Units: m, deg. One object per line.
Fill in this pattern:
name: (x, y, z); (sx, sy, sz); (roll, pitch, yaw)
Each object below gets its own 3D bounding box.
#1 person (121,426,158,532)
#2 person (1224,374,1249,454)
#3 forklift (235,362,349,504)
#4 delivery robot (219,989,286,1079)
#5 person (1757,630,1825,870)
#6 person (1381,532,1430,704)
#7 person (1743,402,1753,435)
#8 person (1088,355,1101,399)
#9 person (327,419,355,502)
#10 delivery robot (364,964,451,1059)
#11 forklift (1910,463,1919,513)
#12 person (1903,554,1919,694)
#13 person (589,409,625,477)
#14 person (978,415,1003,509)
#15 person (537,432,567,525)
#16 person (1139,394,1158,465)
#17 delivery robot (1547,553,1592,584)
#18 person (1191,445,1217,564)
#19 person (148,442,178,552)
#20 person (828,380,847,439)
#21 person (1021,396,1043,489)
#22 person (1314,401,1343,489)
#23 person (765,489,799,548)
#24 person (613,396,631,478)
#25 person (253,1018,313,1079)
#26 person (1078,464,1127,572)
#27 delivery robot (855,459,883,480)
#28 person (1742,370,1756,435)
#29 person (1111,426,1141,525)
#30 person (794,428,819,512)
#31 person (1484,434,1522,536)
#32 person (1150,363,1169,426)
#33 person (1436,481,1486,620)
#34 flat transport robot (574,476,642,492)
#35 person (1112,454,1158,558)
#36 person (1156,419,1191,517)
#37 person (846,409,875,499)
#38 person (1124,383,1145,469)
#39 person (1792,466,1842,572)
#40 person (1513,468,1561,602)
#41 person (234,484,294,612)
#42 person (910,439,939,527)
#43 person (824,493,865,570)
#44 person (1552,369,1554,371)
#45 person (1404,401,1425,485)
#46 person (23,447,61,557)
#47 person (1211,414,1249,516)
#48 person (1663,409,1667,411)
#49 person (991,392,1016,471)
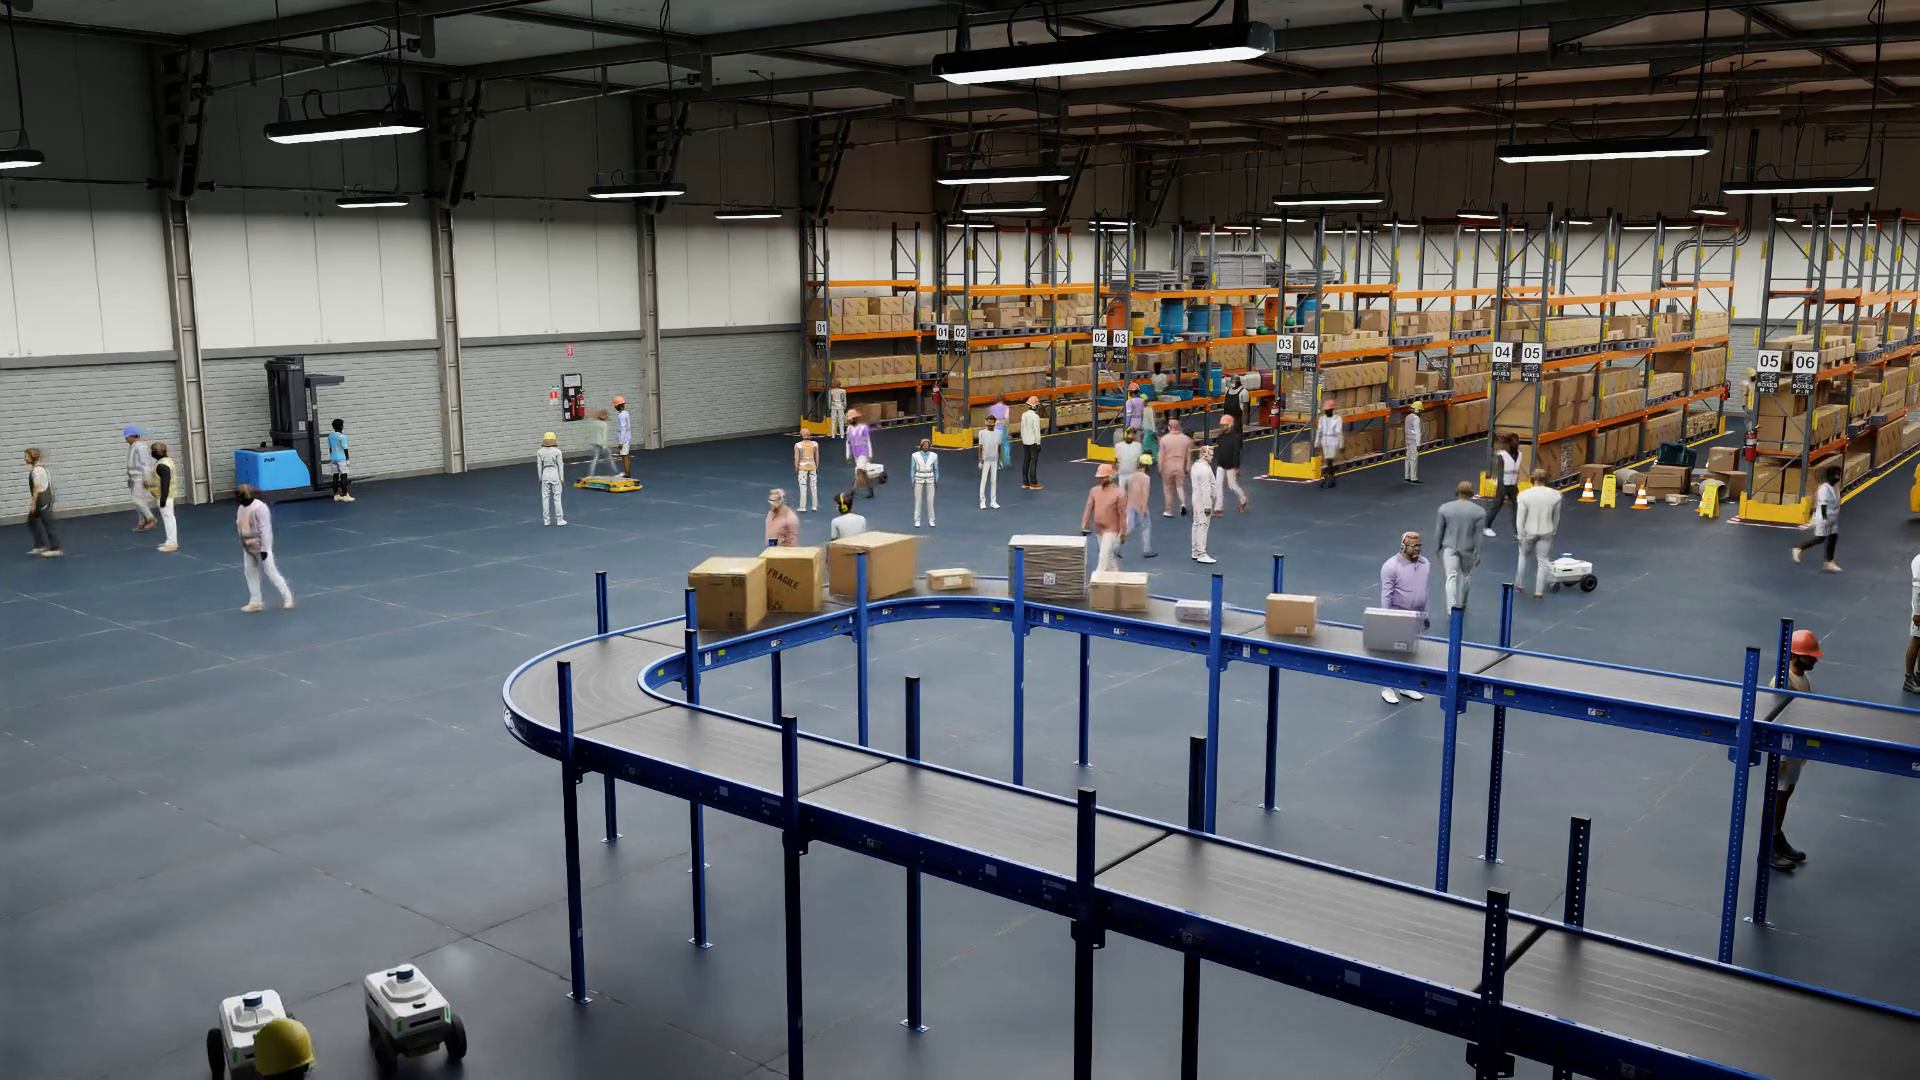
person: (-14.846, -1.102, 28.215); (0.643, 1.933, 0.437); (9, 13, 40)
person: (6.946, -3.173, 39.703); (0.679, 2.000, 0.537); (9, 14, 42)
forklift: (-13.803, -2.244, 32.110); (1.129, 2.768, 1.873); (8, 13, 37)
delivery robot: (-4.181, 2.926, 9.288); (0.477, 0.478, 0.707); (-6, 12, -30)
person: (6.696, 1.671, 12.606); (0.542, 1.938, 0.357); (-10, 14, -44)
person: (4.957, 0.847, 17.332); (0.642, 1.909, 0.399); (-5, 11, -26)
person: (20.124, -2.959, 39.607); (0.508, 1.607, 0.744); (7, 12, 33)
person: (4.391, -5.135, 51.059); (0.651, 1.891, 0.931); (7, 12, 34)
person: (-12.614, -1.624, 31.826); (0.534, 1.698, 0.318); (5, 11, 28)
delivery robot: (-3.411, 2.863, 9.645); (0.477, 0.478, 0.707); (-7, 12, -36)
forklift: (19.034, -1.348, 28.998); (2.313, 2.155, 1.214); (8, 13, 37)
person: (10.981, 0.763, 17.704); (0.547, 1.942, 0.344); (-6, 11, -29)
person: (-7.964, -2.135, 35.034); (0.887, 1.582, 0.513); (-9, 13, -40)
person: (0.613, -1.555, 30.977); (0.521, 1.864, 0.336); (-3, 11, -19)
person: (-7.570, -1.140, 28.997); (0.484, 1.736, 0.308); (1, 10, 5)
person: (4.442, -2.639, 37.504); (0.919, 1.705, 0.534); (-3, 11, -18)
delivery robot: (9.024, 0.443, 23.266); (0.707, 0.478, 0.477); (-3, 10, -17)
person: (3.974, -0.590, 25.440); (0.407, 1.902, 0.638); (-1, 10, -7)
person: (-13.464, -0.740, 26.446); (0.429, 1.841, 0.633); (-4, 11, -23)
person: (-3.382, -3.605, 43.175); (0.508, 1.629, 0.316); (1, 10, 6)
person: (1.556, -2.100, 33.670); (0.390, 1.992, 0.624); (-6, 12, -31)
person: (7.872, -2.042, 33.623); (0.971, 1.886, 0.574); (-10, 14, -44)
person: (-2.349, 0.250, 20.745); (0.484, 1.893, 0.661); (-9, 13, -40)
person: (-7.434, -2.199, 34.418); (0.374, 1.928, 0.543); (-1, 10, -3)
person: (-2.634, 2.825, 6.304); (0.593, 1.876, 1.005); (-5, 11, -27)
person: (2.042, -0.133, 22.722); (1.008, 1.941, 0.613); (-9, 13, -40)
delivery robot: (-1.991, -1.526, 34.349); (0.477, 0.478, 0.707); (6, 12, 30)
person: (22.267, -3.853, 43.914); (0.611, 1.859, 1.019); (3, 10, 16)
person: (3.094, -1.184, 28.951); (0.627, 1.833, 0.680); (0, 10, 2)
person: (-2.987, -1.362, 30.526); (0.511, 1.638, 0.307); (-5, 11, -28)
person: (9.670, -0.956, 27.614); (0.615, 1.867, 1.021); (-5, 11, -28)
person: (5.910, -4.320, 46.420); (0.628, 1.916, 1.026); (10, 14, 44)
person: (6.853, 0.126, 21.456); (0.632, 1.888, 1.026); (3, 10, 15)
flat transport robot: (-7.588, -1.224, 33.711); (1.431, 0.197, 0.652); (7, 12, 34)
person: (2.872, -0.553, 25.715); (0.804, 1.723, 0.542); (-5, 11, -27)
person: (4.081, -1.367, 29.879); (0.648, 1.882, 0.457); (-3, 10, -15)
person: (-2.088, -1.750, 32.061); (0.551, 1.861, 1.056); (8, 13, 39)
person: (4.067, -2.678, 36.786); (0.375, 2.043, 0.611); (9, 14, 42)
person: (13.647, -0.362, 24.755); (0.528, 1.682, 0.648); (-7, 12, -33)
person: (8.338, -0.101, 22.684); (0.639, 1.898, 0.940); (1, 10, 7)
person: (-9.752, 0.088, 21.906); (0.645, 1.811, 0.669); (7, 12, 34)
person: (-0.658, -1.056, 28.819); (0.536, 1.637, 0.319); (-1, 10, -8)
person: (-1.507, 0.276, 20.709); (0.545, 1.849, 0.445); (-7, 12, -34)
person: (16.932, -3.959, 44.534); (0.583, 1.864, 0.714); (7, 12, 34)
person: (9.986, -2.138, 34.368); (0.403, 1.823, 0.586); (-2, 10, -9)
person: (-15.233, -0.614, 25.780); (0.646, 1.822, 0.504); (-7, 12, -33)
person: (5.194, -1.451, 30.107); (0.851, 1.967, 0.624); (-8, 13, -37)
person: (20.375, -4.208, 45.401); (0.607, 2.044, 0.372); (4, 11, 24)
person: (1.012, -2.536, 36.579); (0.611, 1.819, 0.803); (9, 14, 42)
